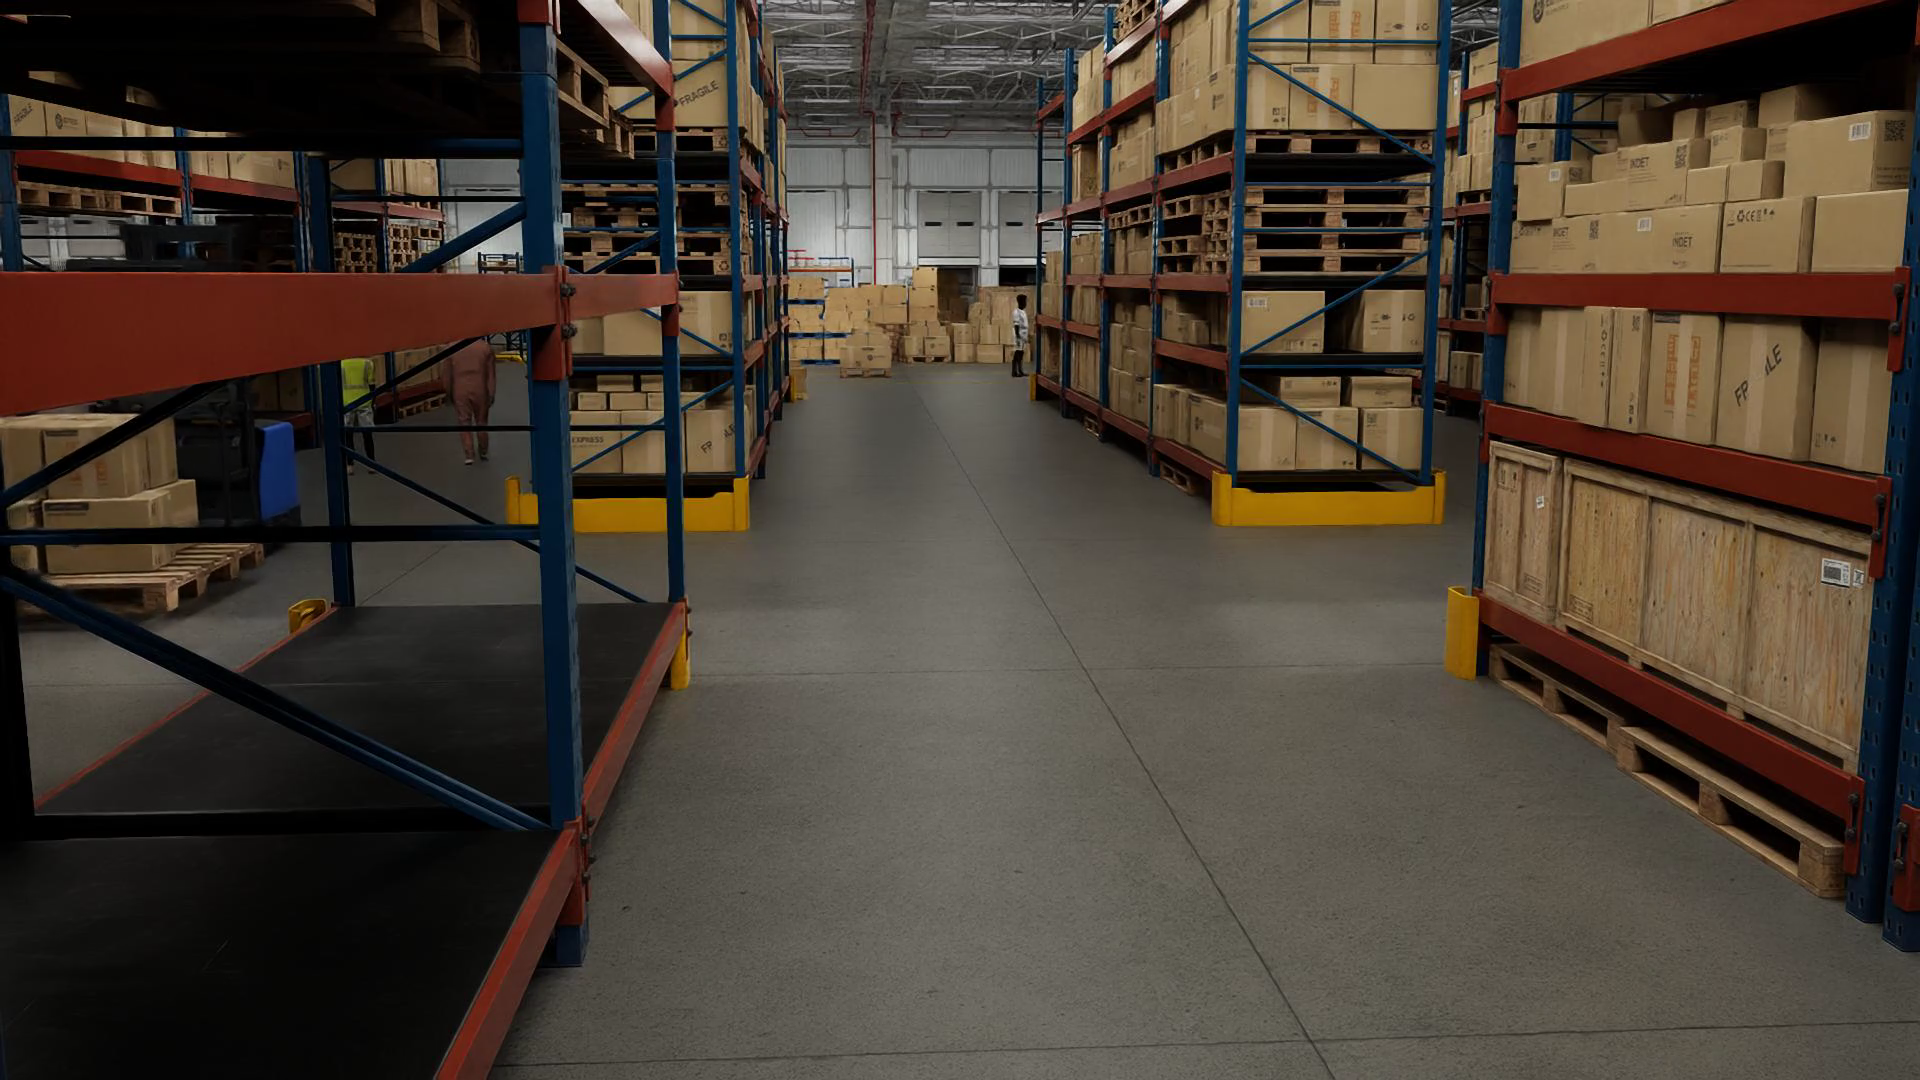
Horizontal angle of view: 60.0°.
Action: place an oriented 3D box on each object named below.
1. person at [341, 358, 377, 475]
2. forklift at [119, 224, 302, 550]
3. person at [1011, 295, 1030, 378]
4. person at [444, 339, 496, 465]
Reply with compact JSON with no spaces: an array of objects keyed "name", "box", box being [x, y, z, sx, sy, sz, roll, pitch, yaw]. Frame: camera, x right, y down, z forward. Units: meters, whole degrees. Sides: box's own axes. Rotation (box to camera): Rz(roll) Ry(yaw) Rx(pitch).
[{"name":"person","box":[-7.301,-1.627,20.048,0.540,1.695,0.317,-6,11,-32]},{"name":"forklift","box":[-6.478,-1.271,14.110,1.129,2.768,1.873,-1,9,-4]},{"name":"person","box":[1.434,-4.771,39.035,0.438,1.949,0.645,2,9,12]},{"name":"person","box":[-6.294,-1.906,21.373,0.622,1.840,0.999,-4,10,-22]}]
